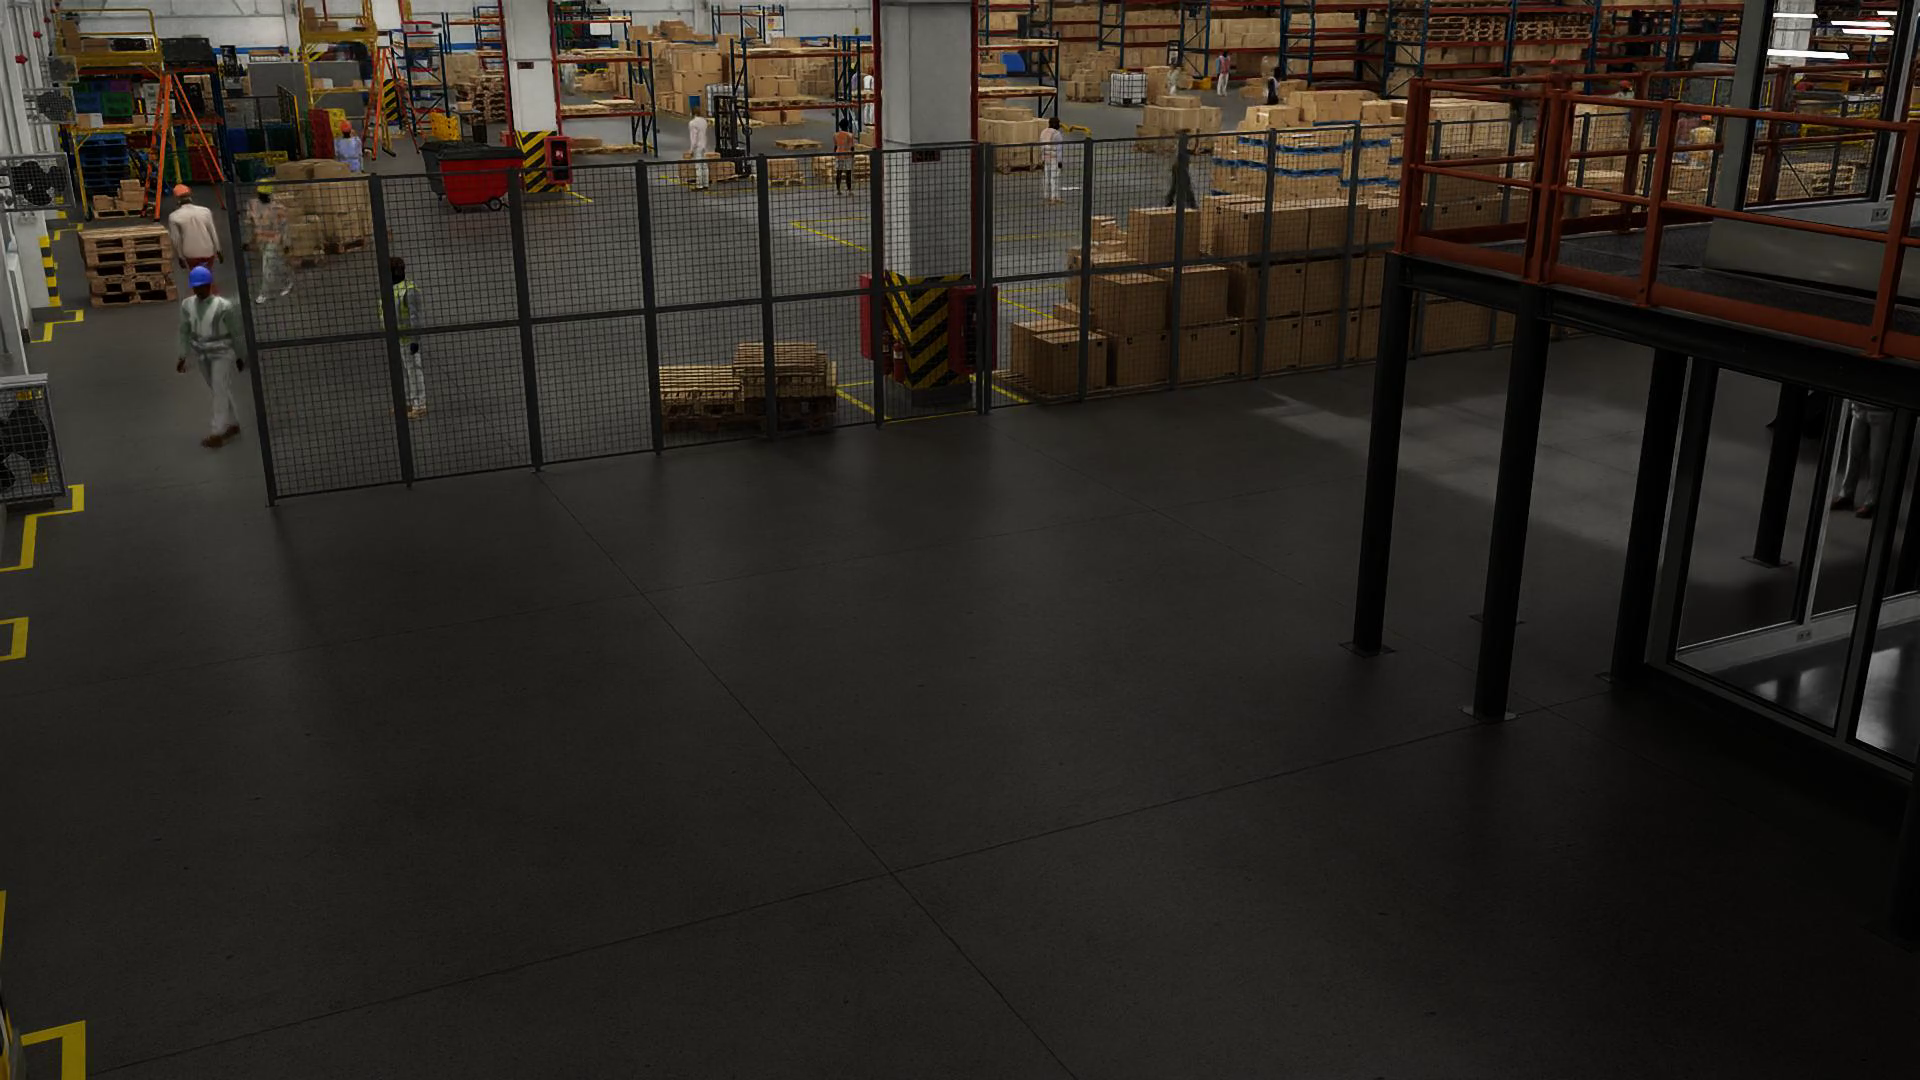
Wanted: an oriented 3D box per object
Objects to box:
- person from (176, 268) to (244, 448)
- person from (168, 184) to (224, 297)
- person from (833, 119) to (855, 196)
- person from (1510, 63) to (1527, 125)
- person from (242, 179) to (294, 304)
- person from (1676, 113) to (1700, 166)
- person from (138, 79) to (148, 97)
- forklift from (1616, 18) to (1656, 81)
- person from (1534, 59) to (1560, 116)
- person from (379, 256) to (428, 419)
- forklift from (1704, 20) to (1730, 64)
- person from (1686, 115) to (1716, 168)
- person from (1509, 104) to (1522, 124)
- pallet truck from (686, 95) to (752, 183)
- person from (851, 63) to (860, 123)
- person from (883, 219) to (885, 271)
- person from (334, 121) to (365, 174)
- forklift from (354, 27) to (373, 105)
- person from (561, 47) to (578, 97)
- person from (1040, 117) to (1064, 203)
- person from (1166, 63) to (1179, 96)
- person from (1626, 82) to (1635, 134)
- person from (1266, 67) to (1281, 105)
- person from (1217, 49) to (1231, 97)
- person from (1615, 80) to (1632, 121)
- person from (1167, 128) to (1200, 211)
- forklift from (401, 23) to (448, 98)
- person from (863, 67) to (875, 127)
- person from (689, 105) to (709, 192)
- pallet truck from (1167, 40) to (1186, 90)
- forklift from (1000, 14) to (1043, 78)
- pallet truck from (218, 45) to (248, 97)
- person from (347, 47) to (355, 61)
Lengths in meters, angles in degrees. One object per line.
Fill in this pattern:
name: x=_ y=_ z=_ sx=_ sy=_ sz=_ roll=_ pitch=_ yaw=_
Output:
person: x=-8.059 y=-1.942 z=17.770 sx=0.616 sy=1.904 sz=0.951 roll=4 pitch=19 yaw=12
person: x=-11.096 y=-4.167 z=24.154 sx=0.642 sy=1.951 sz=0.702 roll=-16 pitch=24 yaw=-38
person: x=-2.607 y=-8.619 z=37.458 sx=0.535 sy=1.694 sz=0.321 roll=8 pitch=21 yaw=22
person: x=17.706 y=-14.139 z=52.924 sx=0.581 sy=2.000 sz=0.712 roll=9 pitch=21 yaw=23
person: x=-10.643 y=-4.636 z=25.650 sx=0.608 sy=1.863 sz=1.002 roll=5 pitch=20 yaw=15
person: x=17.717 y=-9.714 z=40.535 sx=0.543 sy=1.750 sz=0.397 roll=3 pitch=19 yaw=9
person: x=-25.162 y=-13.423 z=51.470 sx=0.515 sy=1.634 sz=0.314 roll=9 pitch=21 yaw=23
forklift: x=30.163 y=-21.684 z=73.529 sx=1.129 sy=2.768 sz=1.873 roll=-10 pitch=21 yaw=-26
person: x=20.097 y=-15.399 z=56.718 sx=1.020 sy=1.941 sz=0.626 roll=-2 pitch=19 yaw=-5
person: x=-6.349 y=-2.302 z=18.913 sx=0.633 sy=1.843 sz=0.429 roll=16 pitch=25 yaw=39
forklift: x=31.079 y=-20.162 z=69.115 sx=1.873 sy=2.768 sz=1.129 roll=2 pitch=19 yaw=5
person: x=16.345 y=-8.464 z=36.704 sx=0.547 sy=1.901 sz=0.927 roll=7 pitch=20 yaw=19
person: x=13.121 y=-9.359 z=39.364 sx=0.825 sy=1.837 sz=0.493 roll=10 pitch=22 yaw=27
pallet truck: x=-5.836 y=-9.608 z=39.856 sx=0.823 sy=1.965 sz=1.885 roll=10 pitch=22 yaw=27
person: x=-3.469 y=-14.694 z=54.726 sx=0.397 sy=1.919 sz=0.581 roll=2 pitch=19 yaw=4
person: x=-0.928 y=-3.481 z=22.497 sx=0.551 sy=1.721 sz=0.497 roll=-15 pitch=24 yaw=-38
person: x=-12.615 y=-7.698 z=34.426 sx=0.543 sy=1.927 sz=0.384 roll=-8 pitch=20 yaw=-21
forklift: x=-21.891 y=-17.409 z=61.135 sx=1.873 sy=2.768 sz=1.129 roll=-9 pitch=21 yaw=-25
person: x=-15.486 y=-18.576 z=66.032 sx=0.639 sy=1.879 sz=1.027 roll=-6 pitch=20 yaw=-17
person: x=2.021 y=-8.270 z=36.220 sx=0.430 sy=1.840 sz=0.622 roll=-13 pitch=23 yaw=-33
person: x=7.765 y=-16.550 z=60.561 sx=0.799 sy=1.602 sz=0.523 roll=-16 pitch=25 yaw=-39
person: x=20.316 y=-13.153 z=50.735 sx=0.497 sy=1.600 sz=0.808 roll=2 pitch=19 yaw=6
person: x=10.164 y=-14.223 z=53.431 sx=1.018 sy=1.866 sz=0.593 roll=14 pitch=24 yaw=36
person: x=10.457 y=-18.495 z=65.852 sx=0.626 sy=1.843 sz=0.430 roll=-10 pitch=21 yaw=-26
person: x=18.707 y=-11.975 z=46.859 sx=0.558 sy=1.897 sz=0.855 roll=-13 pitch=23 yaw=-33
person: x=4.622 y=-7.501 z=34.042 sx=0.930 sy=1.803 sz=0.515 roll=18 pitch=26 yaw=41
forklift: x=-21.323 y=-18.794 z=65.151 sx=1.873 sy=2.768 sz=1.129 roll=6 pitch=20 yaw=18
person: x=-2.887 y=-14.266 z=53.551 sx=0.355 sy=1.877 sz=0.574 roll=-18 pitch=26 yaw=-41
person: x=-5.982 y=-8.945 z=38.022 sx=0.352 sy=1.937 sz=0.635 roll=7 pitch=20 yaw=20
pallet truck: x=9.045 y=-19.971 z=69.895 sx=0.823 sy=1.965 sz=1.885 roll=-3 pitch=19 yaw=-8
forklift: x=2.846 y=-22.858 z=76.931 sx=1.873 sy=2.768 sz=1.129 roll=-2 pitch=19 yaw=-5
pallet truck: x=-28.879 y=-18.665 z=66.111 sx=0.823 sy=1.965 sz=1.885 roll=-3 pitch=19 yaw=-9
person: x=-24.228 y=-18.833 z=66.702 sx=0.710 sy=1.922 sz=0.640 roll=17 pitch=25 yaw=40
